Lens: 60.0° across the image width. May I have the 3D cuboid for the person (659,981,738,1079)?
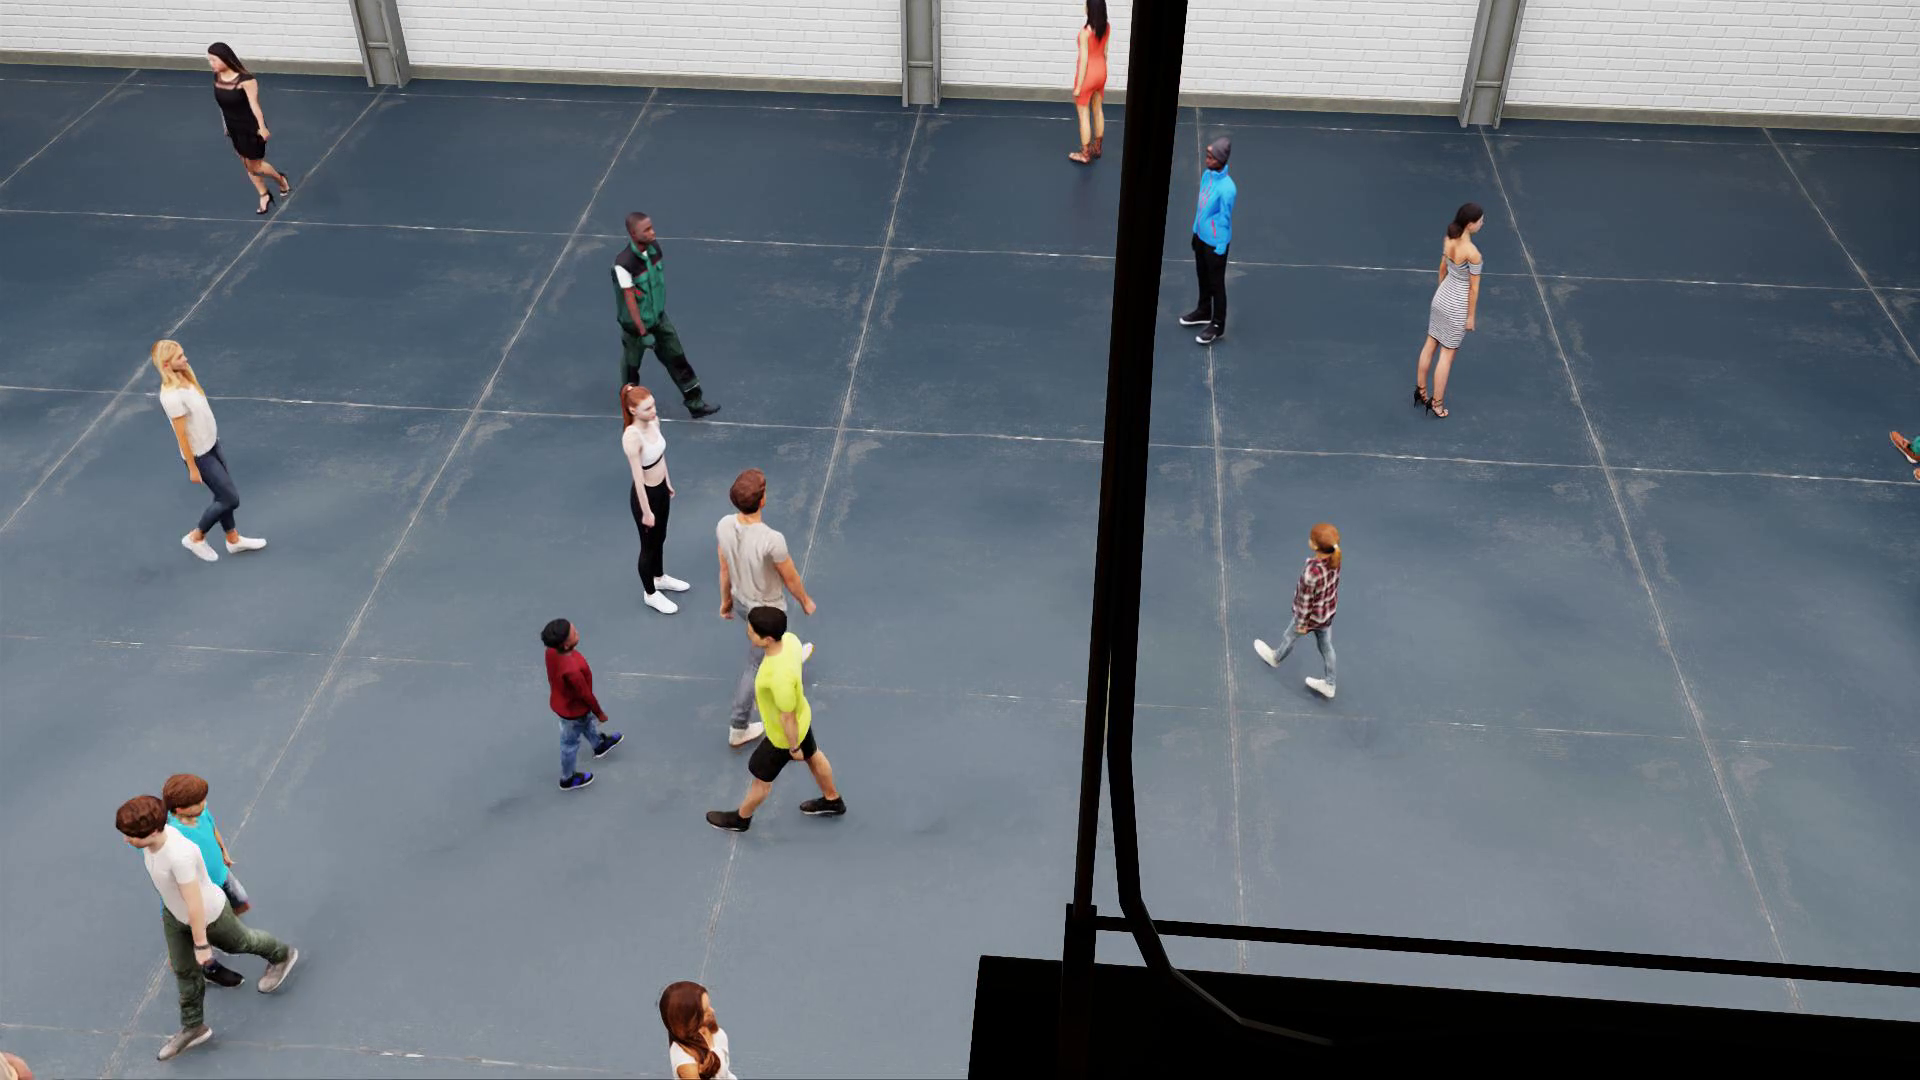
[{"bbox_3d":[-1.164,2.584,7.552,0.575,1.785,0.626,-3,39,-4],"label":"person"}]

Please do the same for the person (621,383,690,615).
[{"bbox_3d":[-2.091,-0.296,11.196,0.581,1.740,0.623,10,40,12],"label":"person"}]

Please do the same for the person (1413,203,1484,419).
[{"bbox_3d":[3.823,-1.791,13.000,0.684,1.824,0.678,-14,41,-17],"label":"person"}]

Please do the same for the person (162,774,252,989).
[{"bbox_3d":[-4.084,1.788,8.833,0.650,1.432,0.643,14,41,17],"label":"person"}]

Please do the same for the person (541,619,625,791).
[{"bbox_3d":[-2.387,1.010,9.962,0.821,1.239,0.740,-22,43,-25],"label":"person"}]

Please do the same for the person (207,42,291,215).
[{"bbox_3d":[-6.687,-3.901,15.738,0.808,1.704,0.870,19,42,22],"label":"person"}]

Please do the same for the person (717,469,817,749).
[{"bbox_3d":[-1.274,0.463,10.160,1.254,1.846,1.153,24,45,27],"label":"person"}]

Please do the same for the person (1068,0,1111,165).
[{"bbox_3d":[1.316,-4.606,16.609,0.707,1.718,0.670,31,48,33],"label":"person"}]

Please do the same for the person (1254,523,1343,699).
[{"bbox_3d":[2.313,0.480,10.592,0.861,1.280,0.930,-30,47,-32],"label":"person"}]

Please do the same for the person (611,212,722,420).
[{"bbox_3d":[-2.539,-1.720,12.934,1.229,1.795,0.985,19,43,23],"label":"person"}]

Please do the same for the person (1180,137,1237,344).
[{"bbox_3d":[2.133,-2.529,13.947,0.674,1.795,0.680,-14,41,-17],"label":"person"}]

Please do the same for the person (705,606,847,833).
[{"bbox_3d":[-0.920,1.037,9.586,1.056,1.666,0.678,1,39,1],"label":"person"}]

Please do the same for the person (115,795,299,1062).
[{"bbox_3d":[-3.857,1.880,8.566,1.124,1.620,1.000,22,44,25],"label":"person"}]

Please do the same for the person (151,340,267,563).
[{"bbox_3d":[-5.336,-0.589,11.515,0.834,1.799,0.730,-9,40,-12],"label":"person"}]
